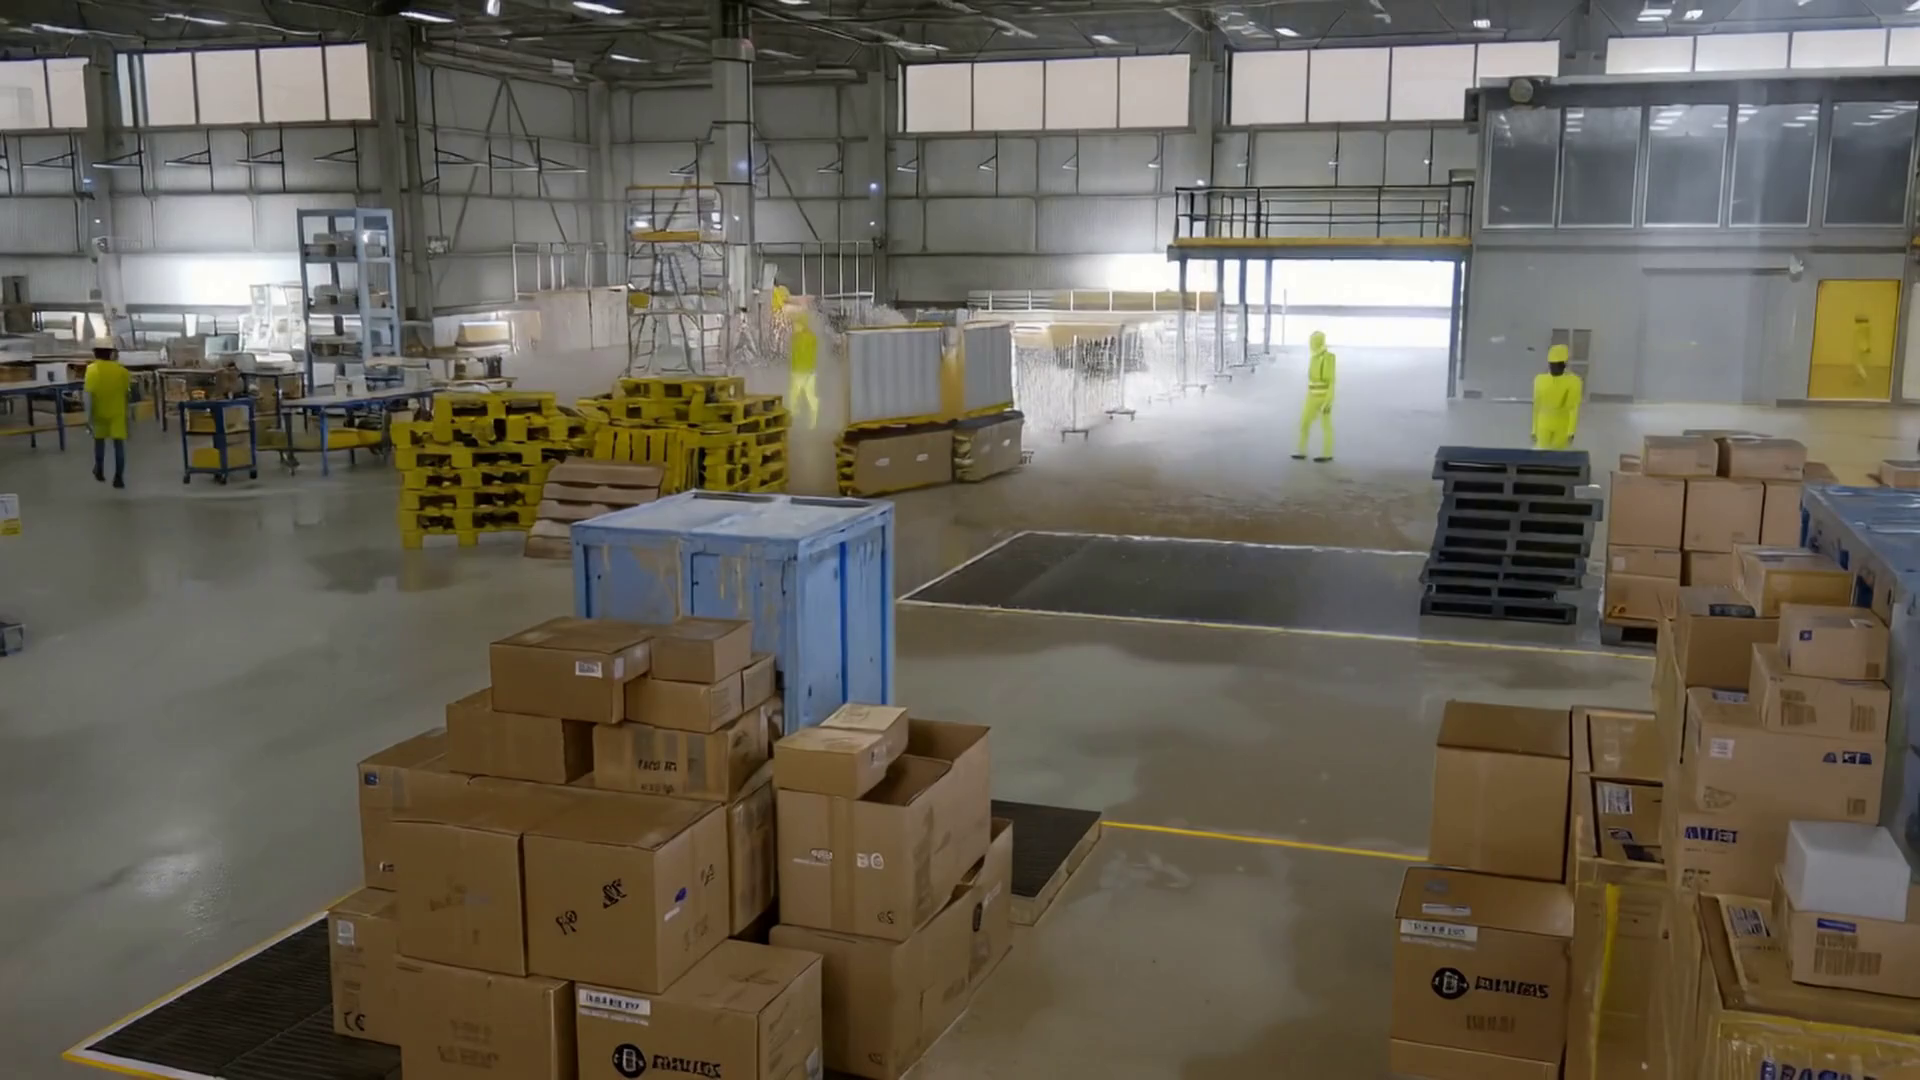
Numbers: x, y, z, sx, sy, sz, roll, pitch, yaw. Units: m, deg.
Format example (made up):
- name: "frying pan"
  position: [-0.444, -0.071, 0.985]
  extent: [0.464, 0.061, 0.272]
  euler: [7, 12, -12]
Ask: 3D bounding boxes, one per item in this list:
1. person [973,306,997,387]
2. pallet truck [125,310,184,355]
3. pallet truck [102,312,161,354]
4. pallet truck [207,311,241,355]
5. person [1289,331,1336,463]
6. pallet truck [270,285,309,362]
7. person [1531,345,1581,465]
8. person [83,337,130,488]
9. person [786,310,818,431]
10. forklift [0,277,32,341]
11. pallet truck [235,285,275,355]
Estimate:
- name: "person"
  position: [0.545, -4.158, 35.747]
  extent: [0.486, 1.733, 0.386]
  euler: [3, 10, 15]
- name: "pallet truck"
  position: [-22.038, -5.665, 45.457]
  extent: [0.704, 1.261, 1.522]
  euler: [3, 11, 17]
- name: "pallet truck"
  position: [-23.057, -5.777, 46.261]
  extent: [0.680, 1.201, 1.601]
  euler: [3, 11, 19]
- name: "pallet truck"
  position: [-19.537, -5.575, 44.913]
  extent: [0.653, 1.274, 1.630]
  euler: [3, 11, 19]
- name: "person"
  position: [4.902, -1.952, 22.994]
  extent: [0.771, 1.846, 0.629]
  euler: [-4, 11, -22]
- name: "pallet truck"
  position: [-17.147, -5.700, 43.663]
  extent: [0.823, 1.965, 1.885]
  euler: [3, 11, 17]
- name: "person"
  position: [6.784, -1.279, 19.054]
  extent: [0.566, 1.888, 0.951]
  euler: [7, 12, 35]
- name: "person"
  position: [-10.754, -1.616, 20.988]
  extent: [0.541, 1.872, 1.026]
  euler: [-7, 12, -33]
- name: "person"
  position: [-2.599, -2.731, 26.998]
  extent: [0.644, 1.968, 0.726]
  euler: [8, 13, 39]
- name: "forklift"
  position: [-27.151, -6.329, 46.328]
  extent: [1.157, 1.987, 2.680]
  euler: [3, 11, 17]
- name: "pallet truck"
  position: [-18.327, -5.835, 44.421]
  extent: [0.823, 1.965, 1.885]
  euler: [4, 11, 23]
